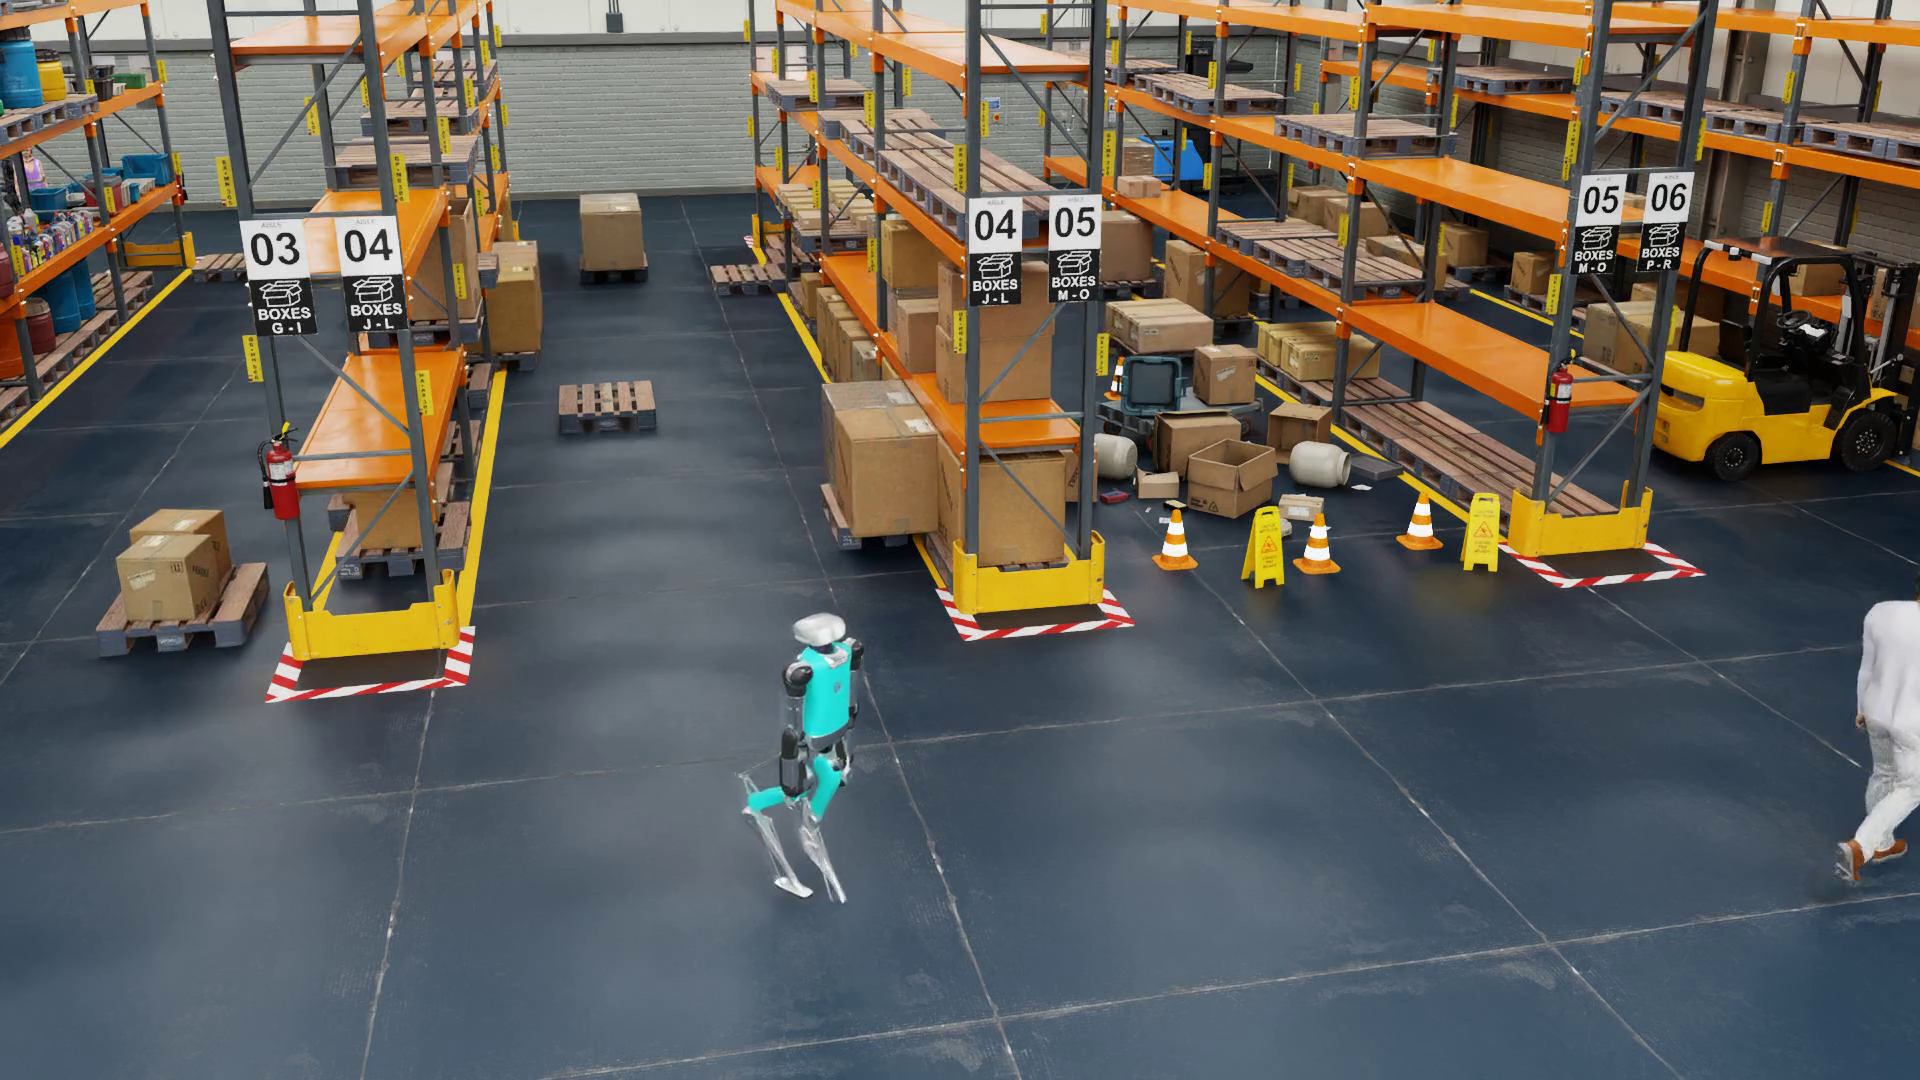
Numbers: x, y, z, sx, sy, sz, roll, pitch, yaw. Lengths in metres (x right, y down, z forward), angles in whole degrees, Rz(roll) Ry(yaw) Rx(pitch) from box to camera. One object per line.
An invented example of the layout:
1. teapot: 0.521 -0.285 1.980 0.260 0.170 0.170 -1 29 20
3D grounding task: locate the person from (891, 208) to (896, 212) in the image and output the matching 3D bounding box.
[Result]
1. person: -1.188 -6.914 30.770 0.380 1.682 0.557 -2 20 -5

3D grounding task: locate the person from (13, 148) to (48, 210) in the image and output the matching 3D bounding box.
1. person: -15.321 -5.696 27.491 0.493 1.693 0.349 -17 27 -39

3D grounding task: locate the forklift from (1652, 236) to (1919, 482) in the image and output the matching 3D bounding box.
1. forklift: 8.013 -1.814 16.330 2.313 2.155 1.214 -4 21 -12

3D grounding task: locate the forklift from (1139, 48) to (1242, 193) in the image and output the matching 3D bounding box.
1. forklift: 4.566 -8.313 32.860 1.873 2.768 1.129 -4 21 -12

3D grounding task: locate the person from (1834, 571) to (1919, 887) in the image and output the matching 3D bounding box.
1. person: 5.142 1.015 9.130 0.811 1.910 0.632 -12 23 -28

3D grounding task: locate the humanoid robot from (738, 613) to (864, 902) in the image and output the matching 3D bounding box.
1. humanoid robot: -0.880 1.199 8.906 0.835 1.794 0.535 15 25 35

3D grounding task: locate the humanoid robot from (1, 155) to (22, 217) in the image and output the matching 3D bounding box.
1. humanoid robot: -15.864 -5.833 27.901 0.337 1.647 0.596 -2 20 -4
